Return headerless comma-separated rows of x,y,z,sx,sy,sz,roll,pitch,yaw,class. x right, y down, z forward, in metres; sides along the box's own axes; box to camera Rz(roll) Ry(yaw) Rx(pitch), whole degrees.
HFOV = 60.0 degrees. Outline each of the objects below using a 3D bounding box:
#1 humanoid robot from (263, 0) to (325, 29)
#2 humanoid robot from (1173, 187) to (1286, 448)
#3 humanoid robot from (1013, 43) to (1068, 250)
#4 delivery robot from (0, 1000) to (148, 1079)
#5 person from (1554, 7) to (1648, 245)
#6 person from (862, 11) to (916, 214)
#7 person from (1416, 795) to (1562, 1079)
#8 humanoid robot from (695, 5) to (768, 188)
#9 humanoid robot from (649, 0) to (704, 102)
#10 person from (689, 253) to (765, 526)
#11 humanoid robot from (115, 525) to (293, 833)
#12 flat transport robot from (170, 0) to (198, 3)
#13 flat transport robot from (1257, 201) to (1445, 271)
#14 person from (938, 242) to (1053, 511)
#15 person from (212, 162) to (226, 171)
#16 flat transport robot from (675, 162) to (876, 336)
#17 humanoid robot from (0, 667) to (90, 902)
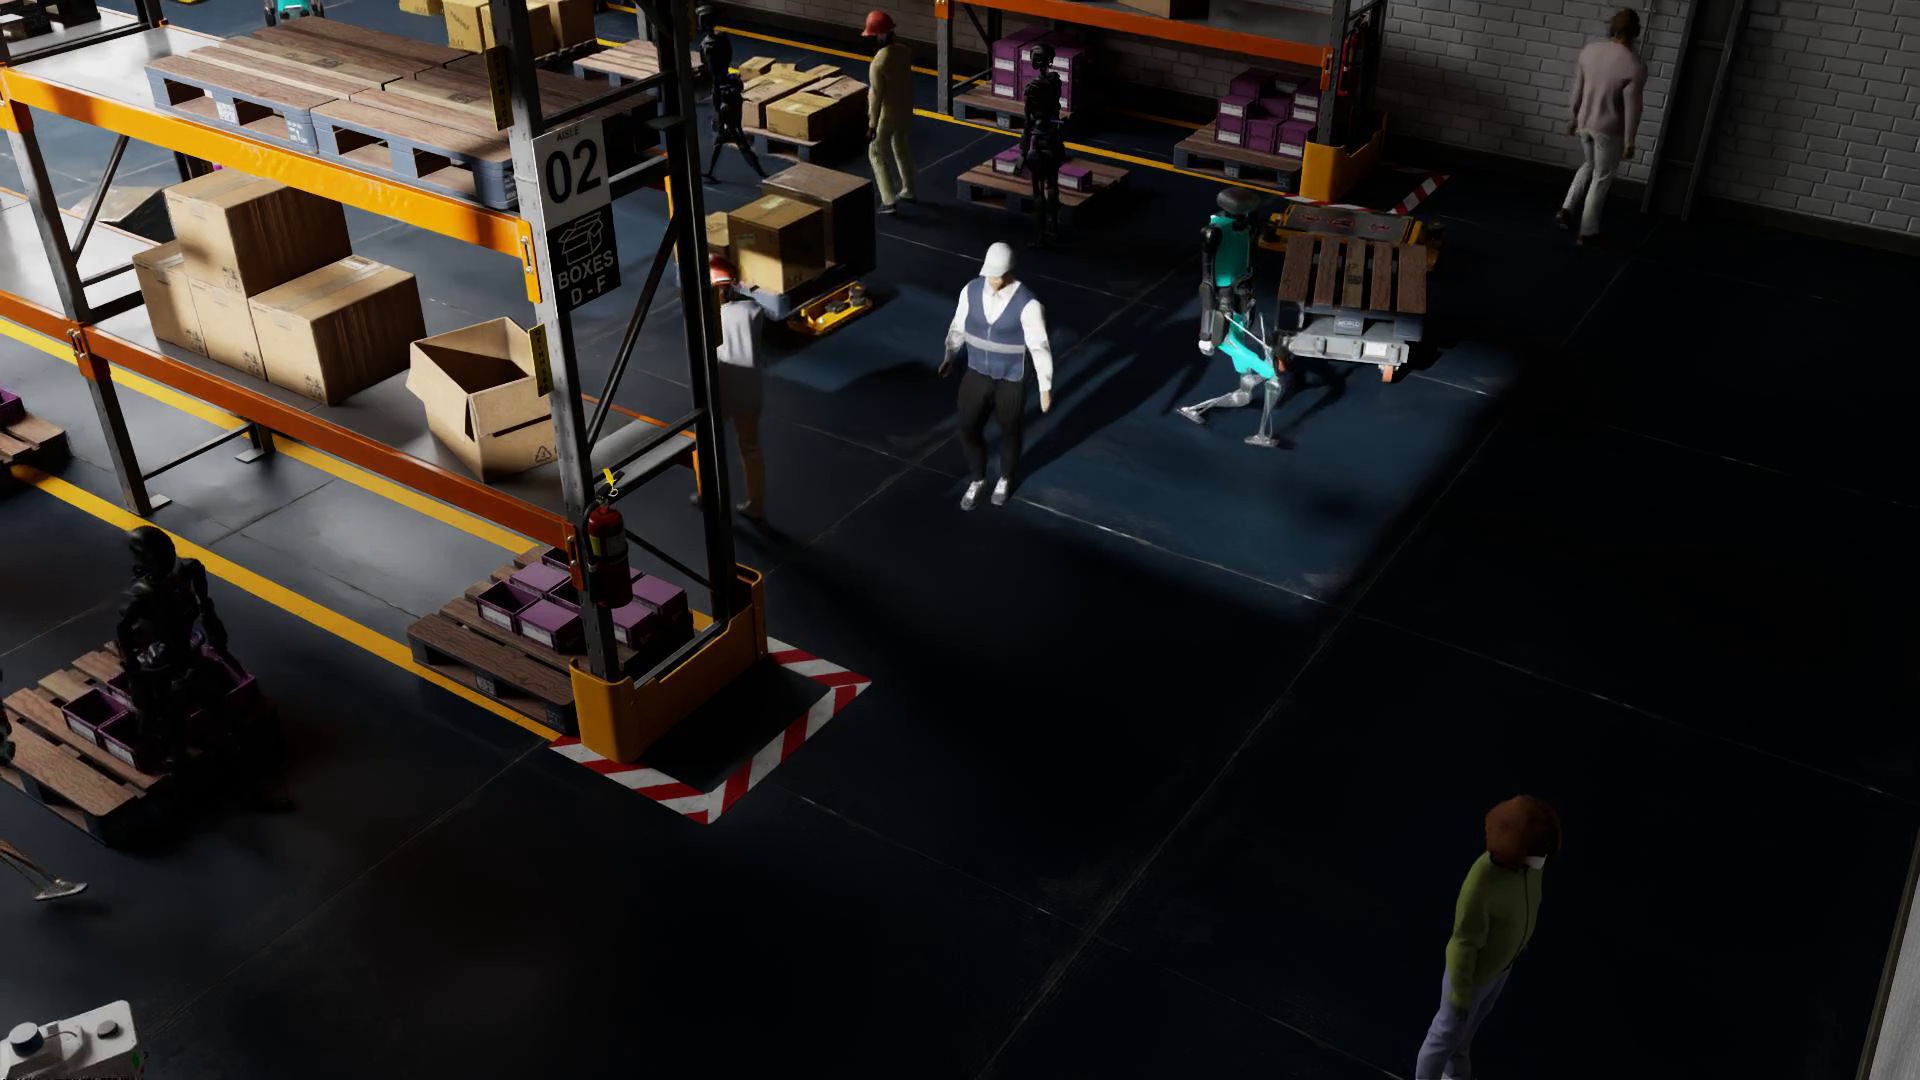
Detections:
-6.198,-4.630,15.682,0.532,1.773,0.996,-13,35,-19,humanoid robot
1.874,-1.335,10.636,1.056,1.777,0.549,25,41,33,humanoid robot
0.664,-3.187,13.468,0.315,1.657,0.599,20,38,27,humanoid robot
-3.516,2.101,6.375,0.735,0.587,0.523,-18,37,-25,delivery robot
5.233,-3.335,13.483,0.442,1.920,0.666,-17,37,-24,person
-0.608,-3.616,14.092,0.383,1.728,0.604,18,37,26,person
1.961,1.582,6.188,0.498,1.633,0.281,-28,42,-36,person
-2.044,-3.876,14.589,0.789,1.616,0.584,1,33,1,humanoid robot
-2.873,-5.216,16.644,0.787,1.629,0.594,20,38,28,humanoid robot
-1.429,-0.905,9.934,0.555,1.717,0.656,-24,40,-32,person
-3.548,0.642,7.610,0.543,1.639,0.613,10,34,15,humanoid robot
-9.609,-6.835,20.379,1.431,0.231,0.659,20,38,27,flat transport robot
3.232,-2.510,13.731,1.431,0.231,0.659,11,35,16,flat transport robot
0.195,-0.958,9.990,0.795,1.739,0.609,12,35,18,person
-5.178,-2.495,12.261,0.514,1.847,0.337,5,33,7,person
-1.432,-1.934,12.845,1.431,0.231,0.659,21,39,29,flat transport robot
-4.449,0.909,7.169,1.031,1.742,0.551,5,33,8,humanoid robot
